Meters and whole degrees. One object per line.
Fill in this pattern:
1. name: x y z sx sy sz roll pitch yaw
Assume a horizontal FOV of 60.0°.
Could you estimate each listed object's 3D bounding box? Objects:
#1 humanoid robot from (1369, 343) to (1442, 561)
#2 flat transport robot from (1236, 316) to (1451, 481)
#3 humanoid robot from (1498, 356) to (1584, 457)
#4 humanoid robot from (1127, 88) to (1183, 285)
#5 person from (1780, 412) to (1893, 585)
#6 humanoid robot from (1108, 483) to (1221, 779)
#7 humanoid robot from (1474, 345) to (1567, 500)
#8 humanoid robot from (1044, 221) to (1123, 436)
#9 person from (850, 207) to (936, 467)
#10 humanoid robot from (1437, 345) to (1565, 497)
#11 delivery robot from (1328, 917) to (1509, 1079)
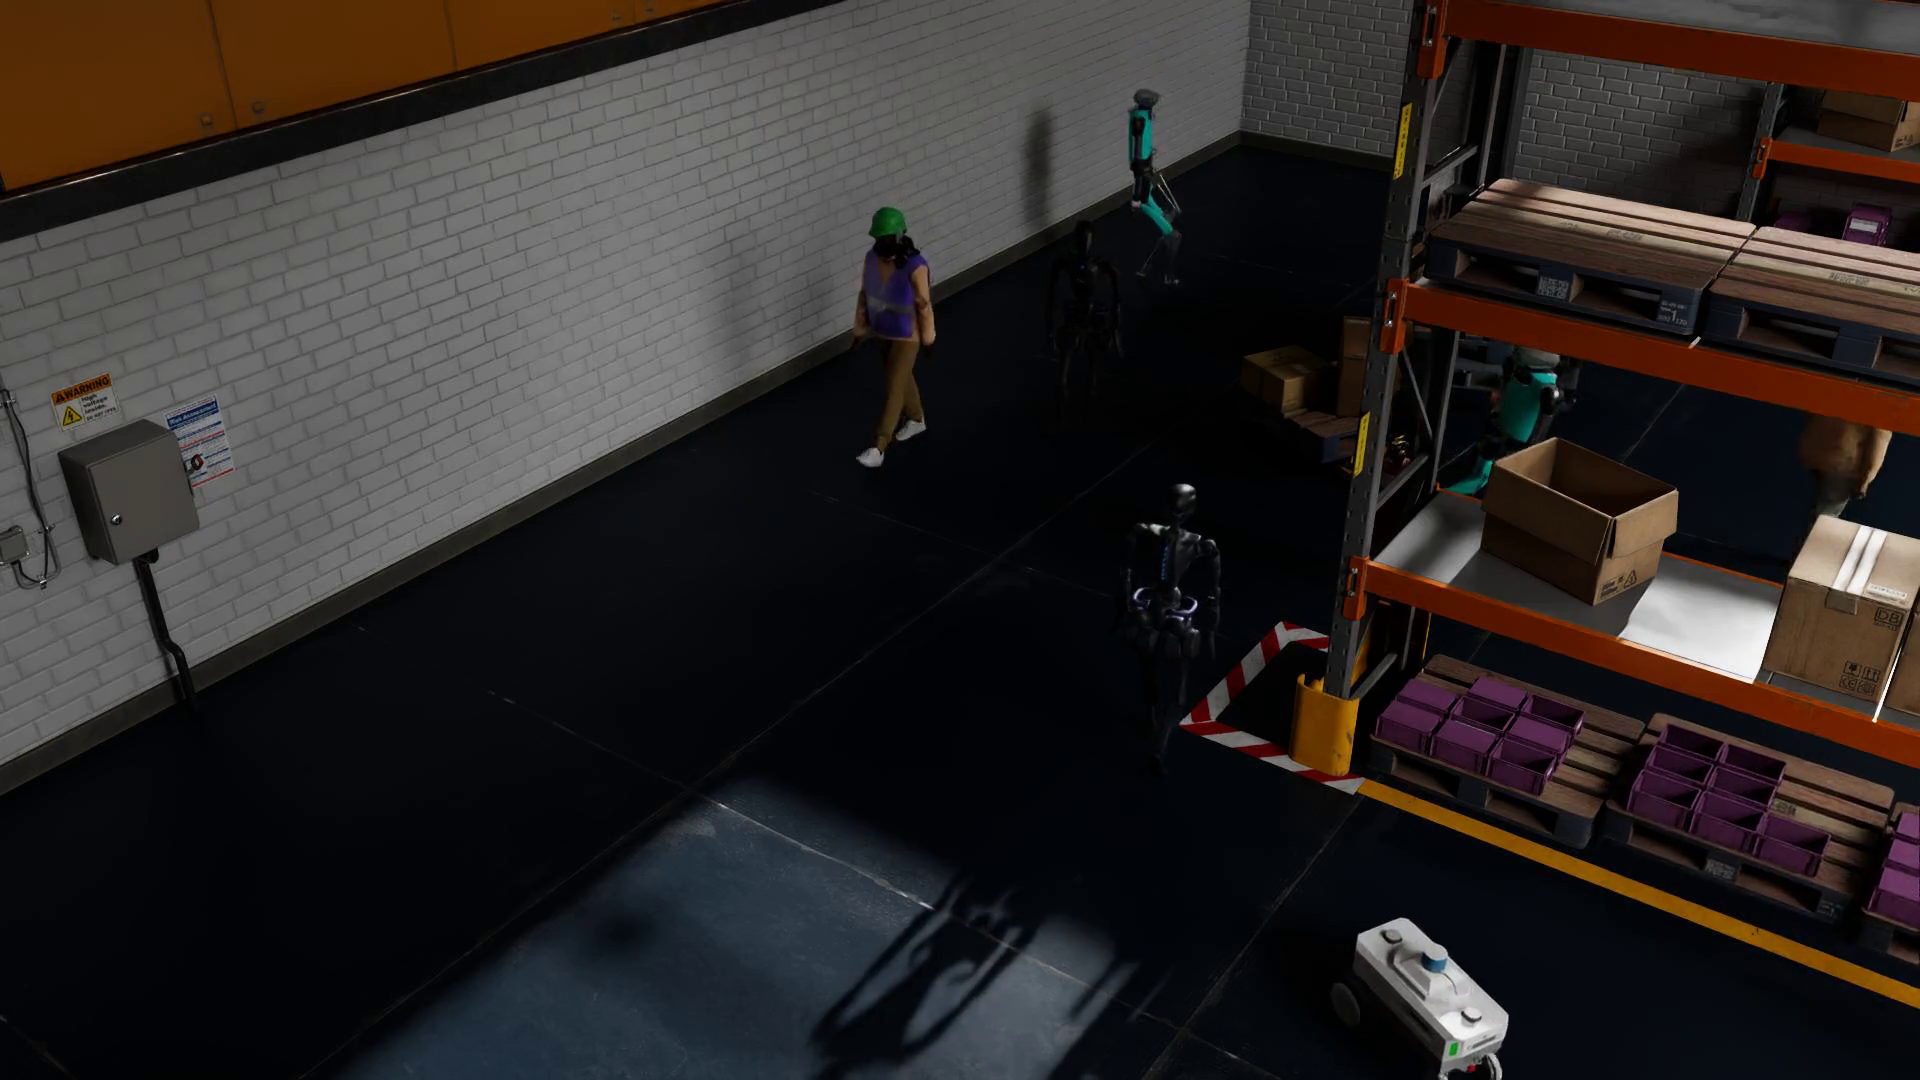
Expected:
1. humanoid robot: 2.857 -0.460 10.454 0.519 1.642 0.602 -3 30 -6
2. flat transport robot: 2.801 -0.825 12.471 0.659 0.231 1.431 -15 33 -24
3. humanoid robot: 3.989 -1.140 11.577 0.884 1.780 0.570 3 30 6
4. humanoid robot: 1.843 -3.162 15.116 0.722 1.833 0.537 6 31 10
5. person: 5.512 -0.521 10.399 0.849 1.822 0.567 -15 33 -24
6. humanoid robot: 1.055 0.471 8.831 0.612 1.641 0.637 12 32 19
7. humanoid robot: 3.892 -1.037 11.443 0.666 1.635 0.611 -5 30 -9
8. humanoid robot: 0.917 -1.539 12.297 0.601 1.657 0.385 7 31 11
9. person: -0.526 -1.472 11.983 0.566 1.880 0.992 21 36 32
10. humanoid robot: 3.163 -0.375 10.261 0.902 1.782 0.571 -7 31 -12
11. delivery robot: 2.027 2.012 7.270 0.499 0.602 0.805 -14 33 -23
